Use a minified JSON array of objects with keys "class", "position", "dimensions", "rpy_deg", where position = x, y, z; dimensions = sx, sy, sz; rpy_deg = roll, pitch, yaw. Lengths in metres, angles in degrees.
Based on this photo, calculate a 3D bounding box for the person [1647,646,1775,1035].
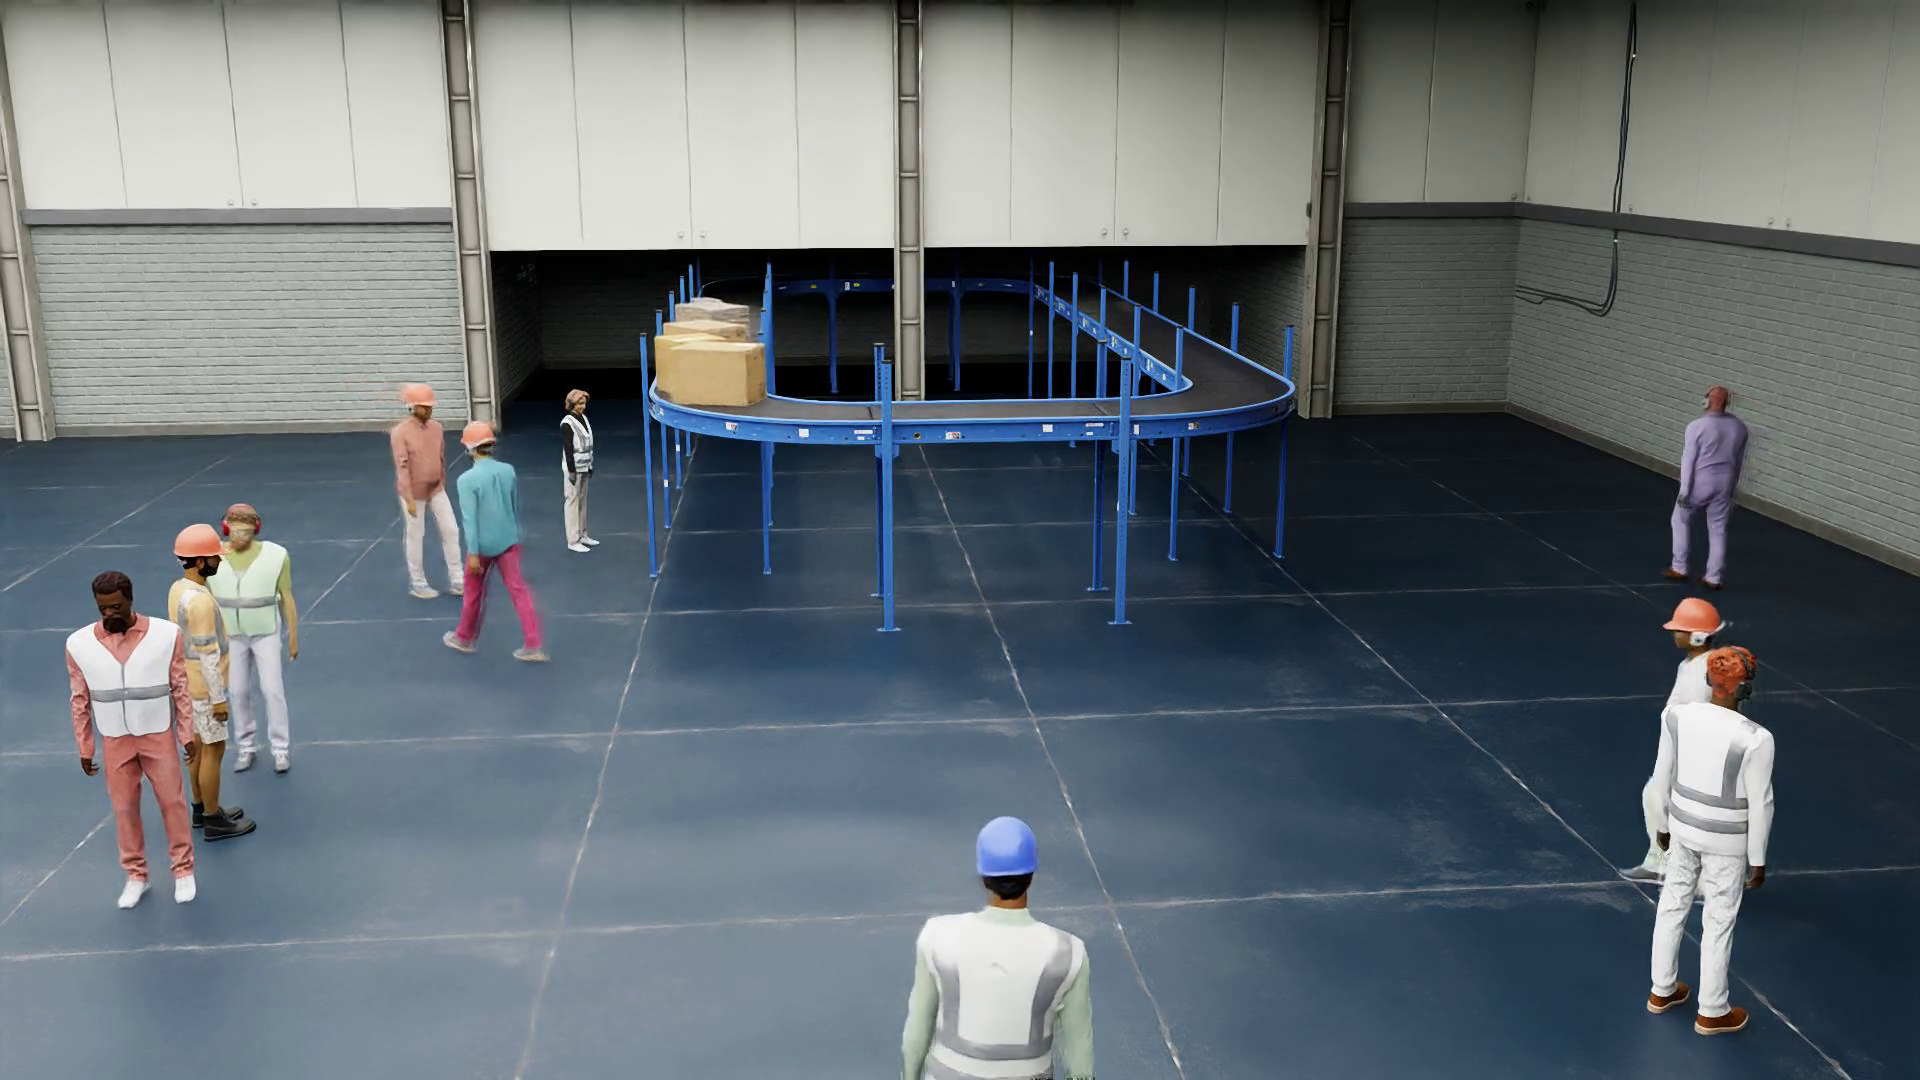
[{"class":"person","position":[3.543,1.406,7.849],"dimensions":[0.353,1.883,0.578],"rpy_deg":[-9,17,-32]}]

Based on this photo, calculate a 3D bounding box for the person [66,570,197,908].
[{"class":"person","position":[-4.523,1.075,9.129],"dimensions":[0.598,1.909,0.399],"rpy_deg":[-5,15,-18]}]

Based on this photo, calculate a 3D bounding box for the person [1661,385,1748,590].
[{"class":"person","position":[6.924,-0.504,15.491],"dimensions":[0.673,1.880,0.722],"rpy_deg":[-3,14,-11]}]

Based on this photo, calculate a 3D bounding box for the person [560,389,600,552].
[{"class":"person","position":[-3.856,-0.706,16.798],"dimensions":[0.311,1.639,0.512],"rpy_deg":[2,14,8]}]

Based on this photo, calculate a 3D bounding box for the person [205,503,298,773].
[{"class":"person","position":[-4.698,0.635,11.036],"dimensions":[0.583,1.828,0.428],"rpy_deg":[-2,14,-9]}]

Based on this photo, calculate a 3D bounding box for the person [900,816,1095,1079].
[{"class":"person","position":[0.117,1.903,5.777],"dimensions":[0.703,1.935,0.471],"rpy_deg":[1,14,5]}]

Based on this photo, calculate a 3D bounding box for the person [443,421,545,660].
[{"class":"person","position":[-3.764,0.008,13.348],"dimensions":[1.037,1.937,0.643],"rpy_deg":[9,17,32]}]

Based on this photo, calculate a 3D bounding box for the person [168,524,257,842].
[{"class":"person","position":[-4.507,0.851,9.992],"dimensions":[0.384,1.930,0.540],"rpy_deg":[-9,17,-33]}]

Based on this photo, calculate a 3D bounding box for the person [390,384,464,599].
[{"class":"person","position":[-4.737,-0.409,14.934],"dimensions":[0.747,1.972,0.628],"rpy_deg":[9,17,33]}]

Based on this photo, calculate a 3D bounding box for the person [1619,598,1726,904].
[{"class":"person","position":[3.919,1.154,9.145],"dimensions":[0.619,1.729,0.597],"rpy_deg":[6,15,23]}]
